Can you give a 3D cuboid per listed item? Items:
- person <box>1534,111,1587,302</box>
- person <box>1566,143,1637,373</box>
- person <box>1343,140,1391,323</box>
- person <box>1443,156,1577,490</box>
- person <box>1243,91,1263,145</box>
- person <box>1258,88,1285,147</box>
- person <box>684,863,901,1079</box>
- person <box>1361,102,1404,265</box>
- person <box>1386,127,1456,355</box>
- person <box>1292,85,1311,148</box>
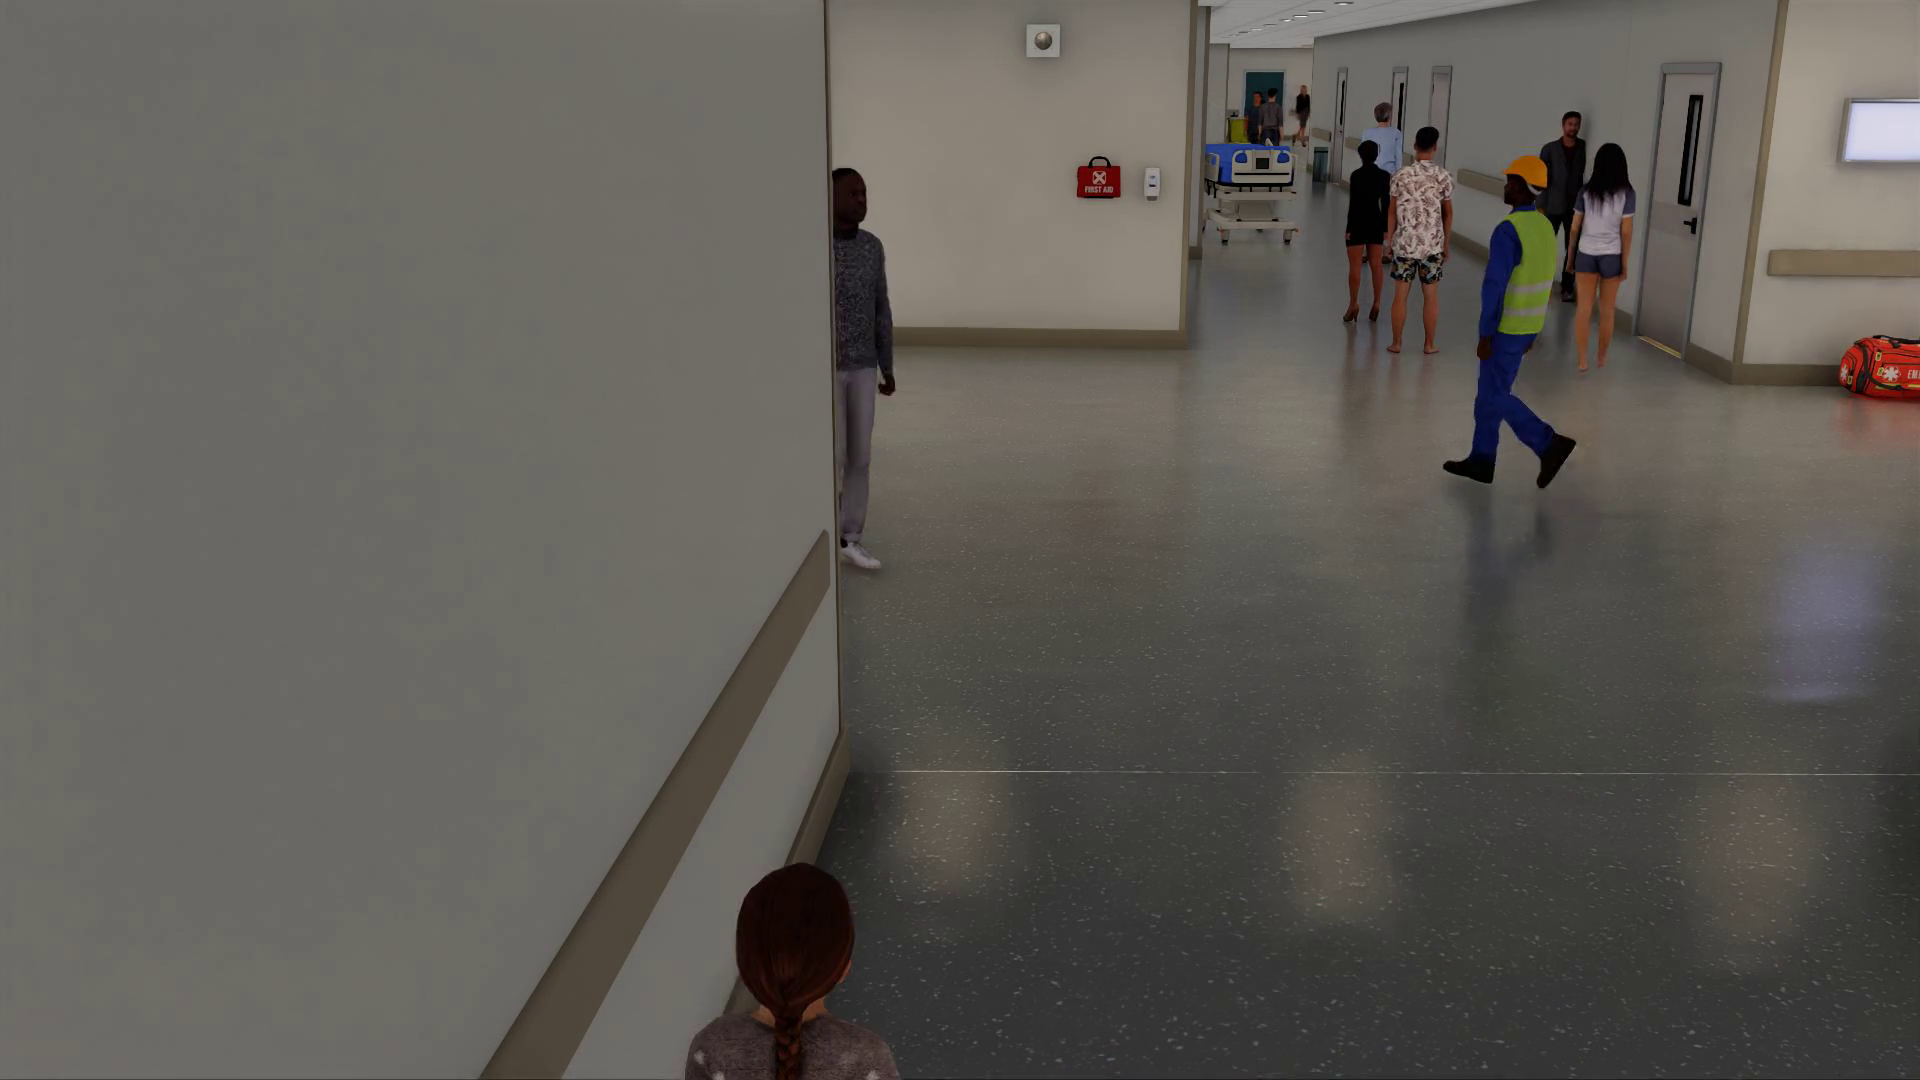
[{"bbox_3d":[6.001,-3.317,16.630,1.117,1.839,0.808,3,16,9],"label":"person"},{"bbox_3d":[4.792,-2.084,12.507,0.996,1.704,0.872,7,17,23],"label":"person"},{"bbox_3d":[3.728,-2.833,15.282,0.605,1.640,0.700,-3,16,-10],"label":"person"},{"bbox_3d":[3.036,-1.141,8.996,1.131,1.794,1.026,15,22,42],"label":"person"},{"bbox_3d":[6.680,-9.154,37.461,1.156,1.769,0.989,8,18,26],"label":"person"},{"bbox_3d":[6.596,-8.629,35.356,0.644,1.903,0.827,7,17,22],"label":"person"},{"bbox_3d":[-0.254,1.046,2.365,0.555,1.182,0.581,2,16,7],"label":"person"},{"bbox_3d":[5.057,-4.296,20.002,0.636,1.894,0.784,7,17,23],"label":"person"},{"bbox_3d":[3.741,-2.437,13.551,0.561,1.816,0.759,4,16,14],"label":"person"},{"bbox_3d":[10.310,-12.771,50.209,1.120,1.815,1.001,-6,17,-21],"label":"person"}]
